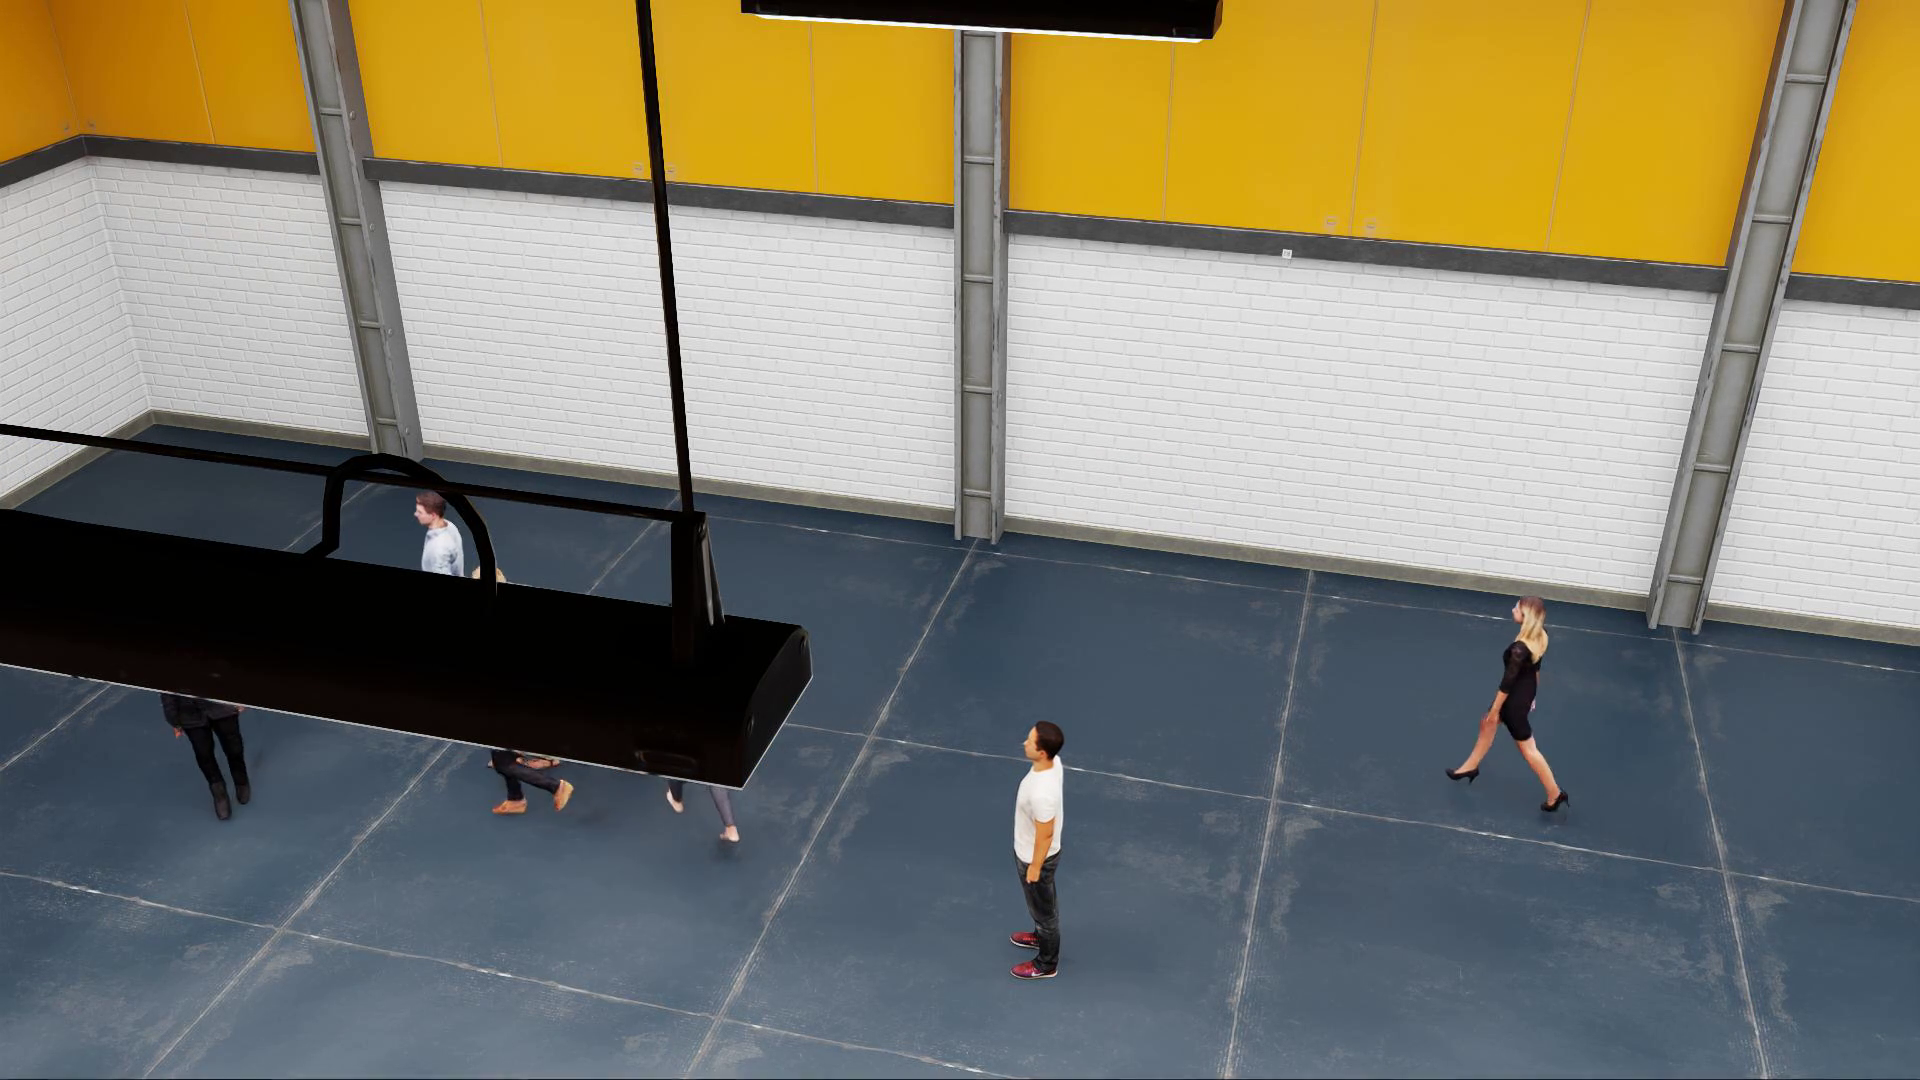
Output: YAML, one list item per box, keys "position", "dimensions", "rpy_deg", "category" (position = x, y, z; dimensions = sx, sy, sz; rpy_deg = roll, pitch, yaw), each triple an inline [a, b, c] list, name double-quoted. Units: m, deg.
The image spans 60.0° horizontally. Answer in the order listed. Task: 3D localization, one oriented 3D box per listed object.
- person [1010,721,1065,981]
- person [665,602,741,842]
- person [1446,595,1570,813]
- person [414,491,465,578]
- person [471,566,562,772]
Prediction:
- position: [0.488, 1.840, 9.962]
  dimensions: [0.598, 1.805, 0.675]
  rpy_deg: [2, 29, 4]
  category: "person"
- position: [-1.763, 1.260, 11.096]
  dimensions: [1.106, 1.727, 1.171]
  rpy_deg: [-15, 32, -25]
  category: "person"
- position: [3.891, 1.160, 11.374]
  dimensions: [1.161, 1.635, 0.831]
  rpy_deg: [18, 34, 30]
  category: "person"
- position: [-3.767, 0.457, 12.448]
  dimensions: [0.777, 1.842, 0.778]
  rpy_deg: [-4, 29, -7]
  category: "person"
- position: [-3.008, 0.906, 11.678]
  dimensions: [0.904, 1.791, 0.839]
  rpy_deg: [-5, 29, -10]
  category: "person"
